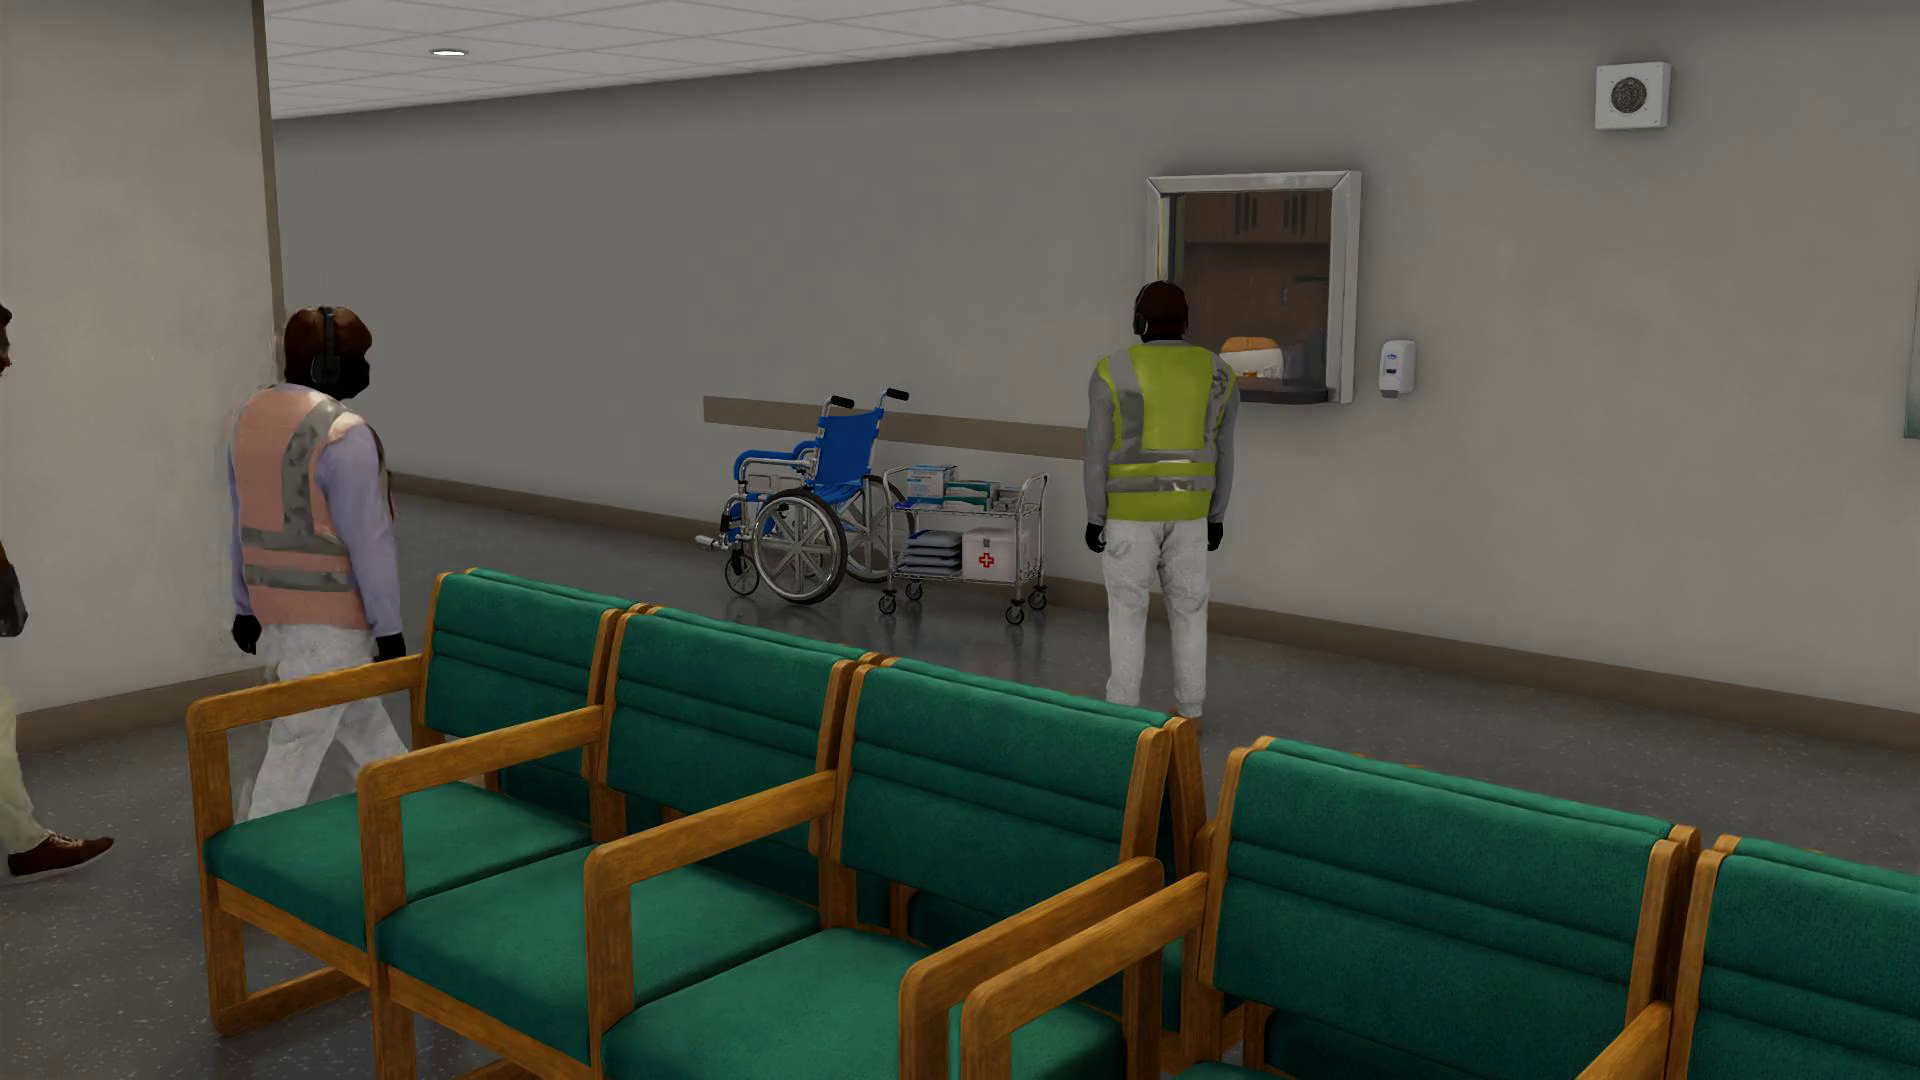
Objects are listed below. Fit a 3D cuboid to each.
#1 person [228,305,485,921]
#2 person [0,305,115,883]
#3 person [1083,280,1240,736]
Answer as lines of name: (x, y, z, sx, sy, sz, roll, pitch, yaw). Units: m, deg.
person: (-1.855, 0.190, 5.063, 0.634, 1.783, 0.964, 8, 13, 39)
person: (-3.070, 0.173, 5.062, 0.918, 1.820, 0.544, -3, 10, -14)
person: (0.788, -0.112, 6.663, 0.619, 1.836, 0.430, -2, 10, -14)
